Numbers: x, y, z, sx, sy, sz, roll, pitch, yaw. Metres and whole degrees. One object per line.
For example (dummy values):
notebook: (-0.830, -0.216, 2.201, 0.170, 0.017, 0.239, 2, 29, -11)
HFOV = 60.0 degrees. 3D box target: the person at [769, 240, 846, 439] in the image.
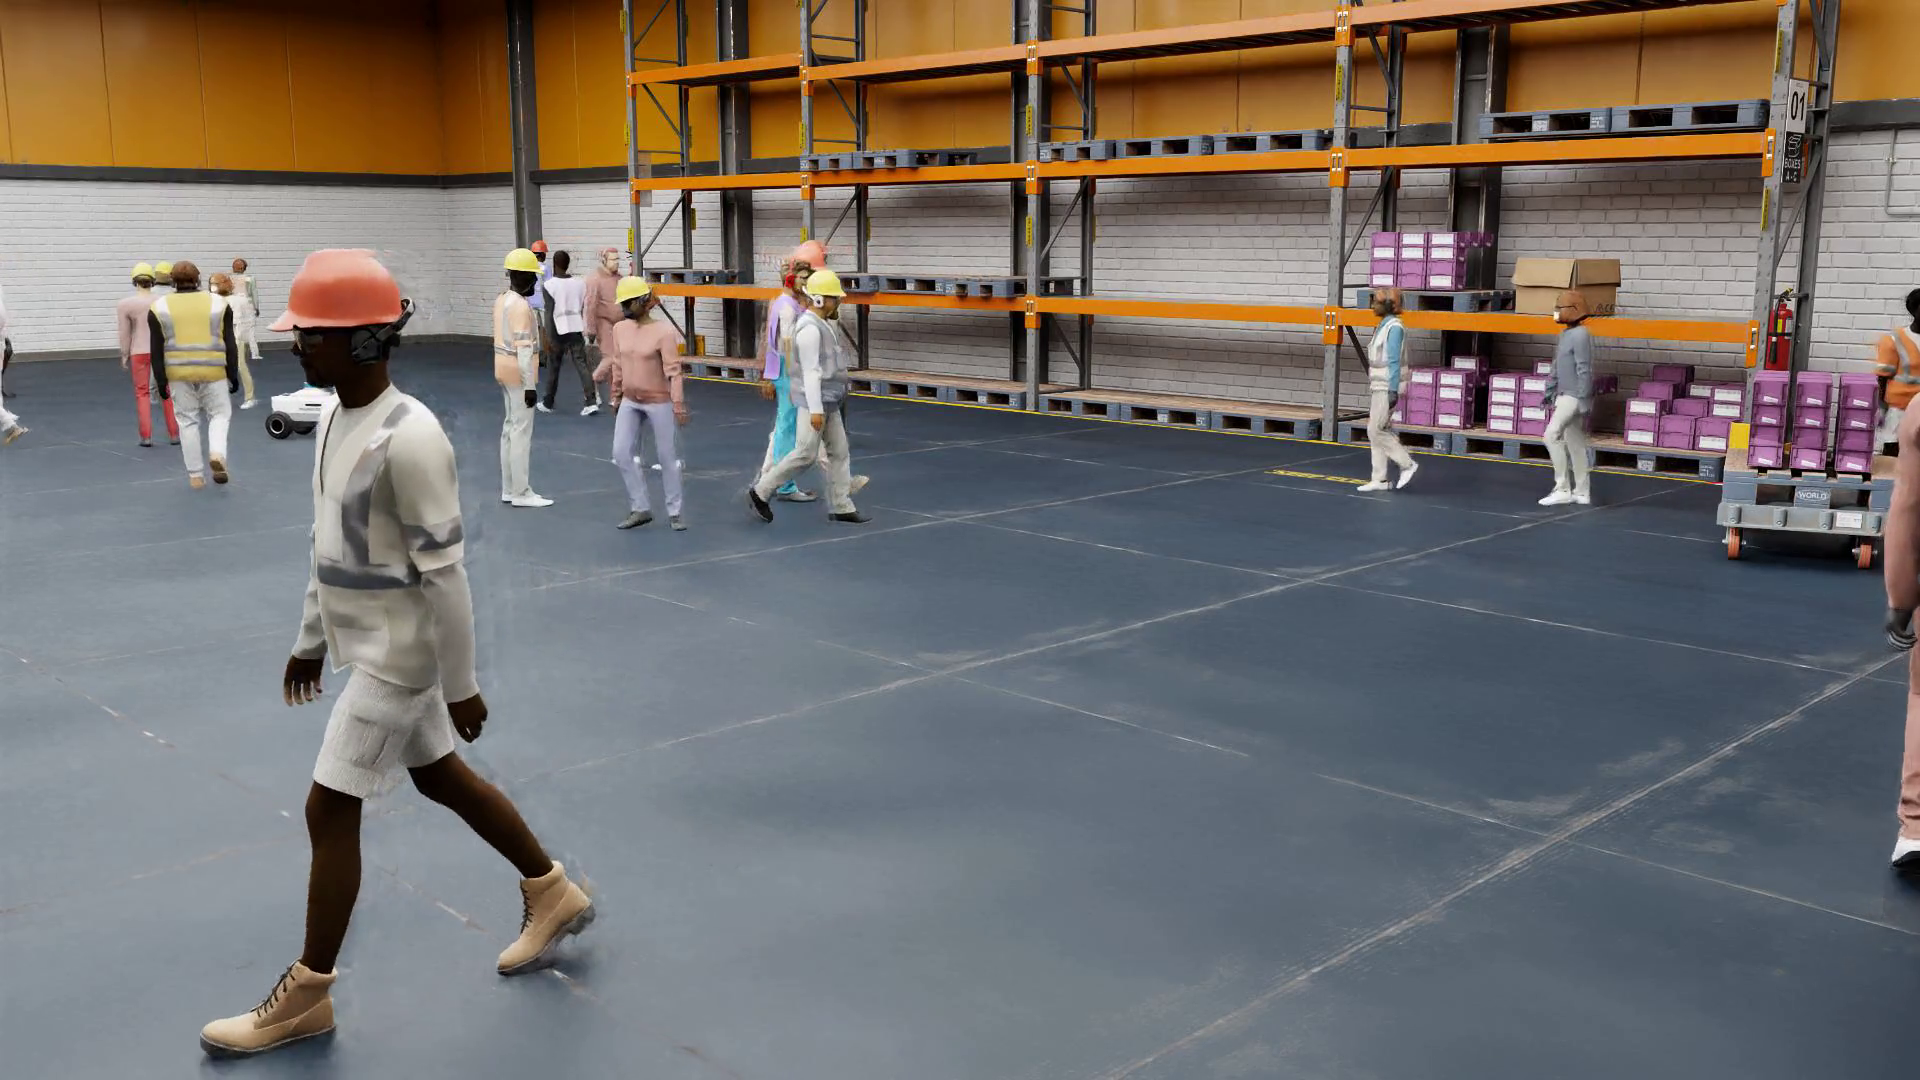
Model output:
person: (-1.475, -1.887, 16.030, 0.876, 1.958, 0.662, 4, 11, 22)

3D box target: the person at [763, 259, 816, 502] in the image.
person: (-1.313, -1.212, 12.694, 0.375, 1.840, 0.570, -2, 11, -10)

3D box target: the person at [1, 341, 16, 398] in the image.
person: (-11.864, -2.656, 20.343, 0.560, 1.918, 0.563, -1, 10, -8)

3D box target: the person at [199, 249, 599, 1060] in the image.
person: (-1.425, 0.260, 4.280, 1.049, 2.001, 0.608, -7, 12, -32)

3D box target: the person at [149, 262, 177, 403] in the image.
person: (-9.408, -2.413, 19.632, 0.504, 1.691, 0.880, -8, 13, -38)

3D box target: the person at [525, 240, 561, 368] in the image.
person: (-6.409, -3.604, 25.473, 0.542, 1.939, 0.361, 5, 11, 25)

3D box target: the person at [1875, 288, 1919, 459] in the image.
person: (6.699, -0.953, 11.751, 0.547, 1.663, 0.447, 0, 10, 1)

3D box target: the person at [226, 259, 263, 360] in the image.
person: (-11.639, -3.735, 27.007, 0.513, 1.639, 0.313, 0, 10, -2)

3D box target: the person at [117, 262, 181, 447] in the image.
person: (-7.780, -1.777, 15.992, 0.532, 1.766, 0.327, -6, 12, -29)

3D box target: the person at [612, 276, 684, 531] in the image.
person: (-2.145, -0.916, 11.345, 0.615, 1.741, 0.492, 4, 11, 21)

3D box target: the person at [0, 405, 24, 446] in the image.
person: (-9.262, -1.764, 15.641, 0.464, 1.874, 0.569, -4, 11, -20)

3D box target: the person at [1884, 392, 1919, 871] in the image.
person: (3.146, 0.174, 5.006, 0.641, 1.894, 0.445, 8, 13, 36)

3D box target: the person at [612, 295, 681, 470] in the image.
person: (-2.772, -1.394, 14.336, 0.765, 1.596, 0.513, 1, 10, 4)

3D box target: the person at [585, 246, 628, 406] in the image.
person: (-4.106, -2.492, 19.540, 0.439, 1.891, 0.657, 5, 12, 27)

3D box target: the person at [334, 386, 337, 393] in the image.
person: (-6.083, -1.894, 16.583, 0.623, 1.797, 0.975, -4, 11, -22)

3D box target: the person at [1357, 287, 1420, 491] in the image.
person: (3.345, -1.168, 13.041, 0.396, 1.623, 0.537, 0, 10, 0)

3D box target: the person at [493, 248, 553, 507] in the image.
person: (-3.277, -1.209, 12.451, 0.383, 1.922, 0.593, -6, 12, -28)

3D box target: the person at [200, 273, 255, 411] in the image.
person: (-8.487, -2.278, 19.193, 0.516, 1.586, 0.846, 3, 11, 15)

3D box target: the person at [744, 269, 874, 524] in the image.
person: (-1.067, -0.977, 11.563, 0.839, 1.798, 0.611, 1, 10, 5)

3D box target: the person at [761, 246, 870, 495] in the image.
person: (-1.152, -1.282, 12.828, 1.030, 1.927, 0.637, 4, 11, 19)

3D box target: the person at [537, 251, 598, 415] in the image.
person: (-4.458, -2.338, 18.843, 0.581, 1.855, 1.078, -10, 14, -44)

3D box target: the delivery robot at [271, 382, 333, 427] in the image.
delivery robot: (-6.502, -1.342, 16.663, 0.707, 0.478, 0.477, 2, 11, 9)

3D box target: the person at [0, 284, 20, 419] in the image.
person: (-10.565, -2.228, 18.060, 0.407, 1.910, 0.639, 1, 10, 7)

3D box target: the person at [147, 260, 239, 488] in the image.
person: (-6.076, -1.304, 13.225, 0.643, 1.832, 0.506, -5, 11, -24)

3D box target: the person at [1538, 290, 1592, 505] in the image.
person: (4.535, -1.055, 12.474, 0.529, 1.614, 0.511, 2, 11, 11)
